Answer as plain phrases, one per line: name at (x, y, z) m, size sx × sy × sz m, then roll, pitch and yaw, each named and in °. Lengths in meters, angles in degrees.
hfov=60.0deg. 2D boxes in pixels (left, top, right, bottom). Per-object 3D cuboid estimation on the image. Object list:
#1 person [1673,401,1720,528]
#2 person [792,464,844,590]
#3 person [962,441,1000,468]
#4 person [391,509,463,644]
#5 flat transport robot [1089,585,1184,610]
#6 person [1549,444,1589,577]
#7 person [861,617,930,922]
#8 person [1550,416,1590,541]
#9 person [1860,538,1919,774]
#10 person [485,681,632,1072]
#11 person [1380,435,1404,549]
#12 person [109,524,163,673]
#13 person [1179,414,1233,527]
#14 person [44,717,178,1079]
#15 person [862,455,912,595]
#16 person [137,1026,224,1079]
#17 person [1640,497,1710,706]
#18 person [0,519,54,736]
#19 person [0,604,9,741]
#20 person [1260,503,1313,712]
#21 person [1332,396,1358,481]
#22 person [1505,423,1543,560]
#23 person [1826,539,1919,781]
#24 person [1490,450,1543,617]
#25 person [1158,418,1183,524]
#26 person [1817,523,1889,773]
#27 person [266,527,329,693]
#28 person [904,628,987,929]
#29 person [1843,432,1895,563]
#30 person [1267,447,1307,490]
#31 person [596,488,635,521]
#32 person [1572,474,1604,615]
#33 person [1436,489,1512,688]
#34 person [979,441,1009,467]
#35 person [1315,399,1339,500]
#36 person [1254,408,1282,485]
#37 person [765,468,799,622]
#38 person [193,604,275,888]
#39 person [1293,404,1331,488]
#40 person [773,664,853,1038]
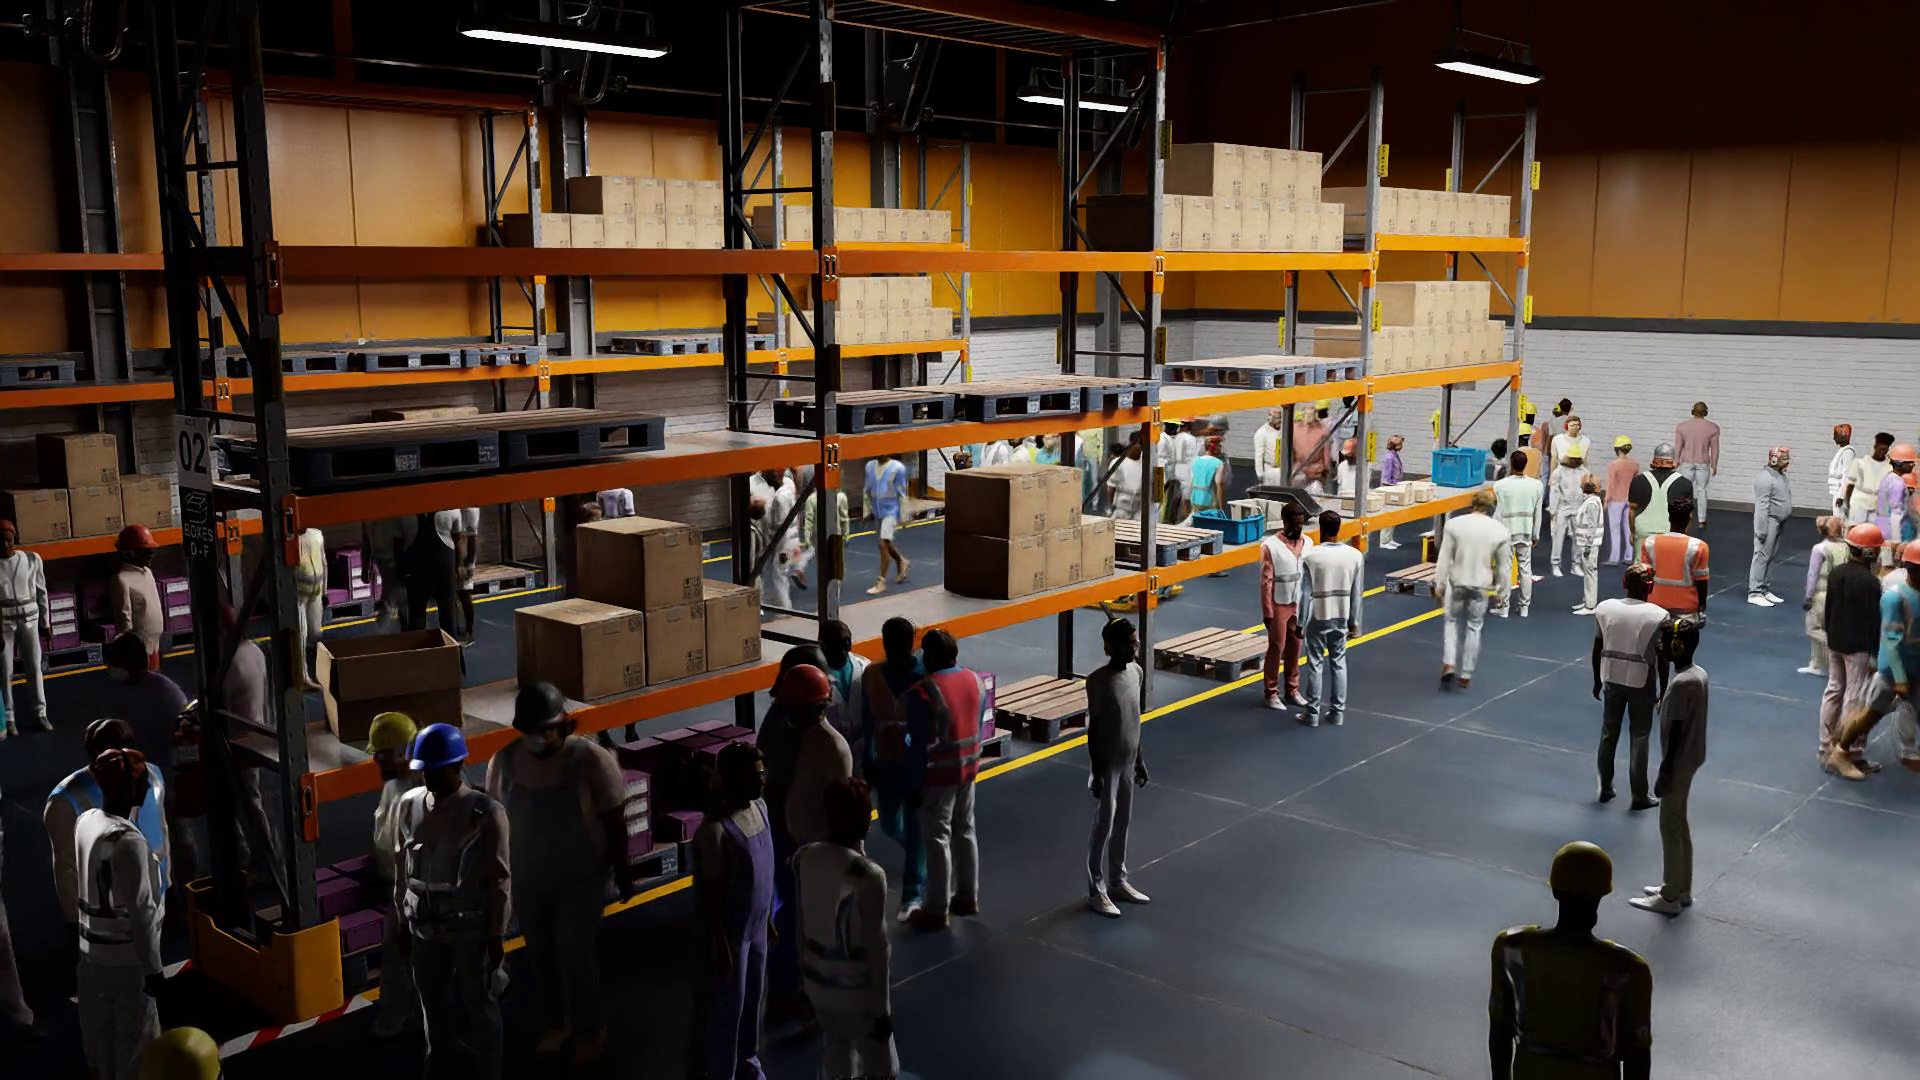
person at (11.276, -1.157, 25.492) m, size 0.637 × 1.938 × 0.355 m, roll 4°, pitch 10°, yaw 25°
person at (-1.734, -0.278, 20.372) m, size 0.637 × 1.910 × 0.615 m, roll 8°, pitch 12°, yaw 40°
person at (0.284, -0.892, 23.797) m, size 0.607 × 1.987 × 0.410 m, roll -4°, pitch 10°, yaw -24°
person at (-5.397, 0.232, 16.902) m, size 0.680 × 2.000 × 0.535 m, roll -3°, pitch 10°, yaw -17°
flat transport robot at (2.051, 0.602, 19.964) m, size 0.652 × 0.197 × 1.431 m, roll 7°, pitch 12°, yaw 37°
person at (7.880, -0.383, 21.501) m, size 0.501 × 1.733 × 0.315 m, roll 0°, pitch 10°, yaw -2°
person at (-0.323, 1.384, 10.485) m, size 0.608 × 1.896 × 0.696 m, roll 3°, pitch 10°, yaw 19°
person at (8.857, -0.894, 24.197) m, size 0.562 × 1.847 × 0.390 m, roll -1°, pitch 10°, yaw -4°
person at (7.638, 0.880, 13.487) m, size 0.633 × 1.903 × 0.866 m, roll -2°, pitch 10°, yaw -14°
person at (-2.055, 1.664, 8.353) m, size 0.718 × 2.000 × 0.590 m, roll 2°, pitch 10°, yaw 10°
person at (6.116, -0.683, 23.591) m, size 0.313 × 1.631 × 0.524 m, roll 4°, pitch 10°, yaw 23°
person at (-6.535, 0.859, 13.292) m, size 0.393 × 1.992 × 0.622 m, roll -1°, pitch 10°, yaw -7°
person at (3.340, -0.763, 22.838) m, size 0.799 × 2.000 × 0.737 m, roll -1°, pitch 10°, yaw -3°
person at (-4.172, 1.776, 8.277) m, size 0.430 × 1.843 × 0.625 m, roll 5°, pitch 11°, yaw 26°
person at (-0.874, -0.363, 20.586) m, size 0.608 × 2.009 × 0.945 m, roll 7°, pitch 12°, yaw 36°
person at (-2.382, 2.325, 5.183) m, size 0.598 × 1.782 × 0.671 m, roll 1°, pitch 10°, yaw 9°
person at (6.449, 0.582, 15.033) m, size 0.606 × 1.966 × 0.367 m, roll 8°, pitch 13°, yaw 41°
person at (-8.145, 0.751, 14.301) m, size 0.585 × 1.879 × 0.370 m, roll -9°, pitch 13°, yaw -43°
person at (-8.341, 0.817, 14.011) m, size 0.504 × 1.839 × 0.344 m, roll -5°, pitch 11°, yaw -27°
person at (2.960, 0.599, 15.120) m, size 0.598 × 1.908 × 0.410 m, roll -6°, pitch 11°, yaw -32°
person at (7.128, -1.905, 30.677) m, size 0.318 × 1.699 × 0.535 m, roll -7°, pitch 12°, yaw -36°
person at (7.515, -0.609, 22.310) m, size 0.592 × 1.913 × 0.395 m, roll -5°, pitch 11°, yaw -28°
person at (7.205, 0.959, 12.742) m, size 0.617 × 1.997 × 1.063 m, roll -5°, pitch 11°, yaw -28°
person at (6.361, -0.066, 19.041) m, size 0.596 × 1.918 × 0.384 m, roll -1°, pitch 10°, yaw -7°
person at (3.018, -0.918, 24.147) m, size 0.413 × 1.918 × 0.586 m, roll 4°, pitch 10°, yaw 21°
person at (7.174, 0.851, 13.337) m, size 0.379 × 1.996 × 0.611 m, roll -1°, pitch 10°, yaw -5°
person at (-6.341, 0.523, 15.800) m, size 0.634 × 1.831 × 0.648 m, roll 5°, pitch 11°, yaw 26°
person at (-0.100, 1.455, 10.247) m, size 0.432 × 1.835 × 0.632 m, roll 9°, pitch 13°, yaw 43°
person at (11.671, -0.443, 21.292) m, size 0.600 × 1.910 × 0.694 m, roll 3°, pitch 10°, yaw 20°
person at (4.022, -0.273, 20.605) m, size 0.507 × 1.820 × 0.812 m, roll 3°, pitch 10°, yaw 20°
person at (-4.064, -0.074, 19.746) m, size 0.529 × 1.697 × 0.321 m, roll 5°, pitch 11°, yaw 25°
person at (7.252, 0.050, 19.183) m, size 0.309 × 1.638 × 0.522 m, roll 3°, pitch 10°, yaw 20°
person at (4.919, 0.467, 15.949) m, size 0.662 × 1.891 × 0.540 m, roll 3°, pitch 10°, yaw 18°
person at (0.426, -0.709, 22.858) m, size 0.385 × 1.927 × 0.545 m, roll -7°, pitch 12°, yaw -37°
person at (5.872, -1.385, 26.941) m, size 0.439 × 1.913 × 0.624 m, roll -6°, pitch 11°, yaw -31°
person at (4.697, -1.037, 24.922) m, size 0.652 × 1.897 × 0.399 m, roll -6°, pitch 11°, yaw -34°
person at (-1.970, 0.059, 18.471) m, size 0.371 × 1.860 × 0.610 m, roll -1°, pitch 10°, yaw -4°
person at (-4.749, 1.339, 10.753) m, size 0.625 × 1.874 × 0.645 m, roll -2°, pitch 10°, yaw -12°
person at (5.359, -1.136, 25.500) m, size 0.673 × 1.910 × 0.408 m, roll 2°, pitch 10°, yaw 14°
person at (-0.781, 1.620, 8.792) m, size 0.409 × 1.986 × 0.621 m, roll -6°, pitch 11°, yaw -30°
